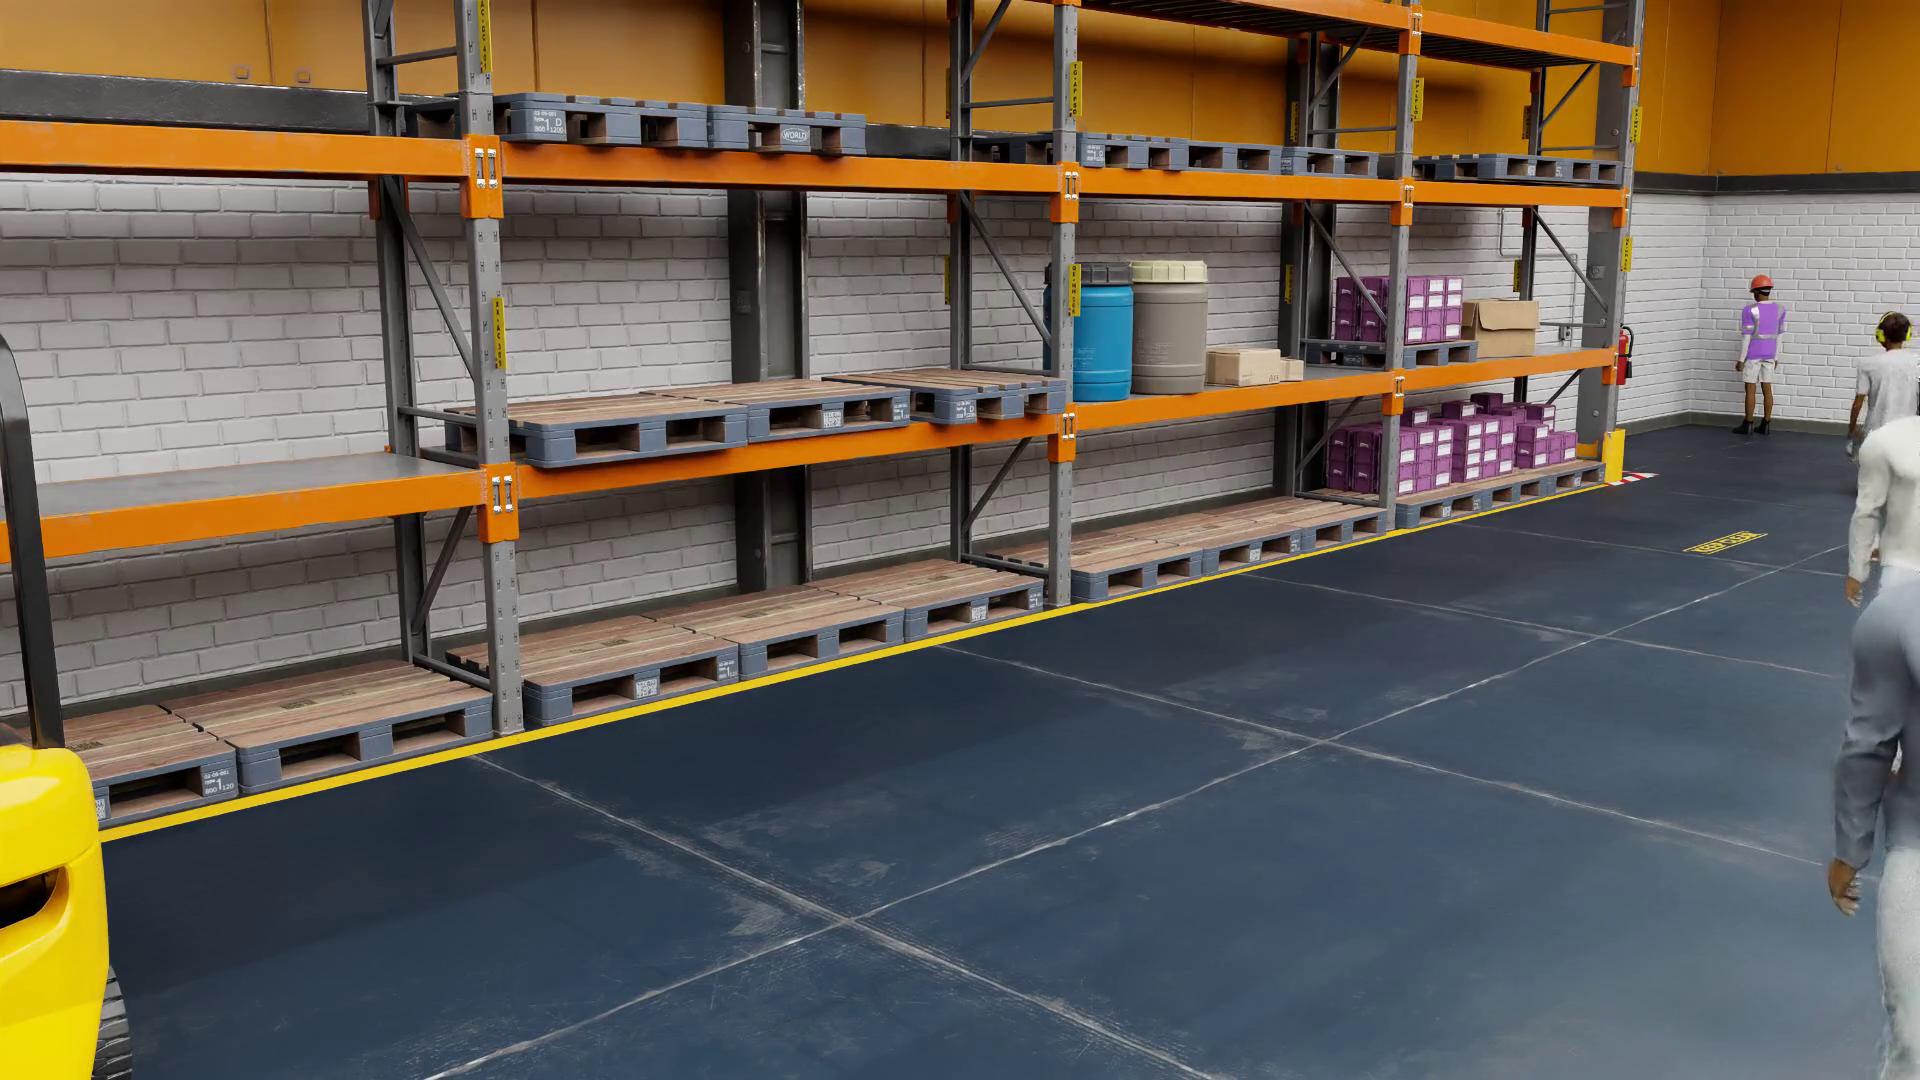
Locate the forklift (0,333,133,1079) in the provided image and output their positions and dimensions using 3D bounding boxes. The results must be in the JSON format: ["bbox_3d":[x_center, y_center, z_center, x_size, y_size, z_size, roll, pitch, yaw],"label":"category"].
[{"bbox_3d":[-3.289,0.485,4.582,1.214,2.155,2.313,-10,14,-44],"label":"forklift"}]

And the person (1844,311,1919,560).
[{"bbox_3d":[6.857,-0.760,12.311,0.546,1.850,0.416,3,11,14],"label":"person"}]

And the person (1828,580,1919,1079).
[{"bbox_3d":[2.339,0.784,3.750,0.652,1.895,0.928,4,11,22],"label":"person"}]

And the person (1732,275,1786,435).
[{"bbox_3d":[9.646,-2.231,20.112,0.542,1.931,0.366,-2,11,-10],"label":"person"}]

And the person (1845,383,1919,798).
[{"bbox_3d":[4.262,0.144,7.282,0.646,1.910,0.833,4,11,19],"label":"person"}]
